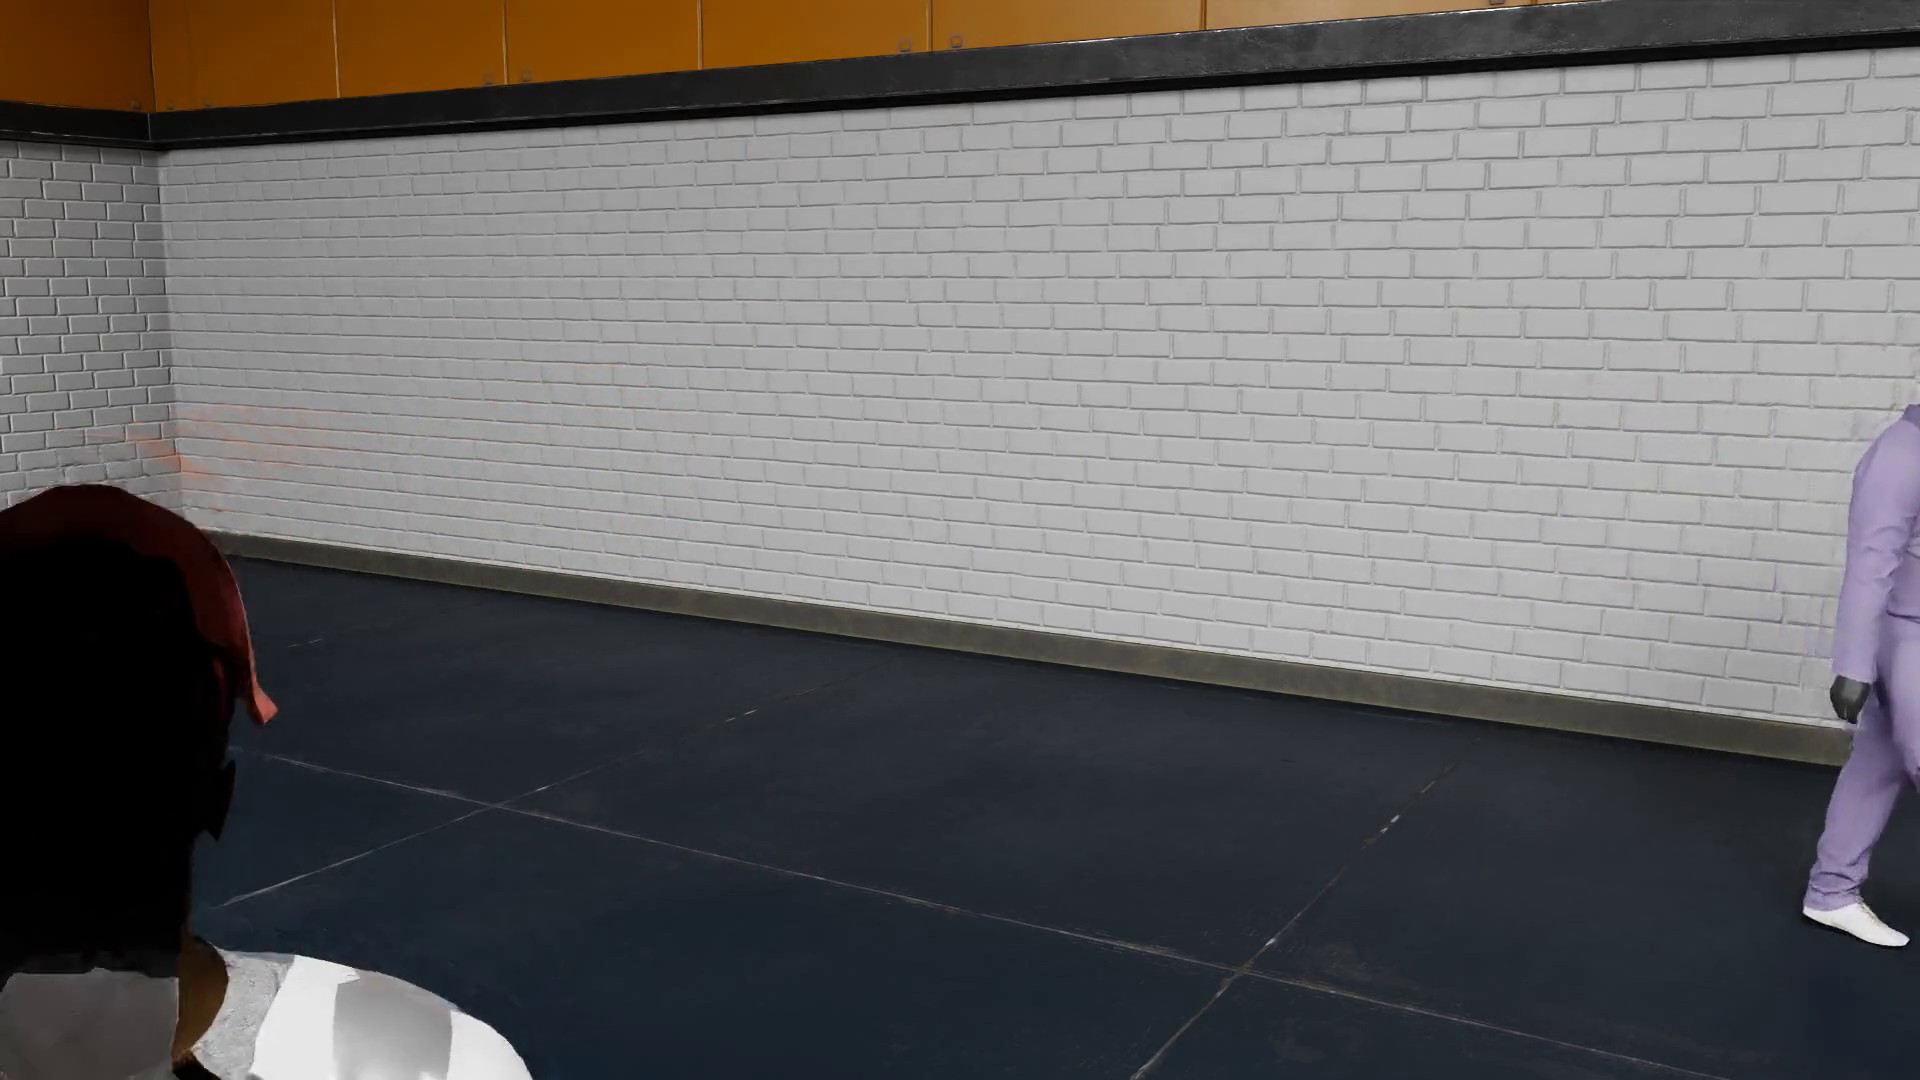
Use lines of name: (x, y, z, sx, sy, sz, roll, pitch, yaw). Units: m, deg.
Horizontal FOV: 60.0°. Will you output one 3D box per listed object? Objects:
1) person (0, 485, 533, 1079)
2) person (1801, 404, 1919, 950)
person: (-0.539, 0.908, 1.041, 0.545, 1.905, 0.896, 0, 9, 3)
person: (2.890, 0.339, 4.725, 0.679, 1.864, 0.933, -8, 12, -39)
